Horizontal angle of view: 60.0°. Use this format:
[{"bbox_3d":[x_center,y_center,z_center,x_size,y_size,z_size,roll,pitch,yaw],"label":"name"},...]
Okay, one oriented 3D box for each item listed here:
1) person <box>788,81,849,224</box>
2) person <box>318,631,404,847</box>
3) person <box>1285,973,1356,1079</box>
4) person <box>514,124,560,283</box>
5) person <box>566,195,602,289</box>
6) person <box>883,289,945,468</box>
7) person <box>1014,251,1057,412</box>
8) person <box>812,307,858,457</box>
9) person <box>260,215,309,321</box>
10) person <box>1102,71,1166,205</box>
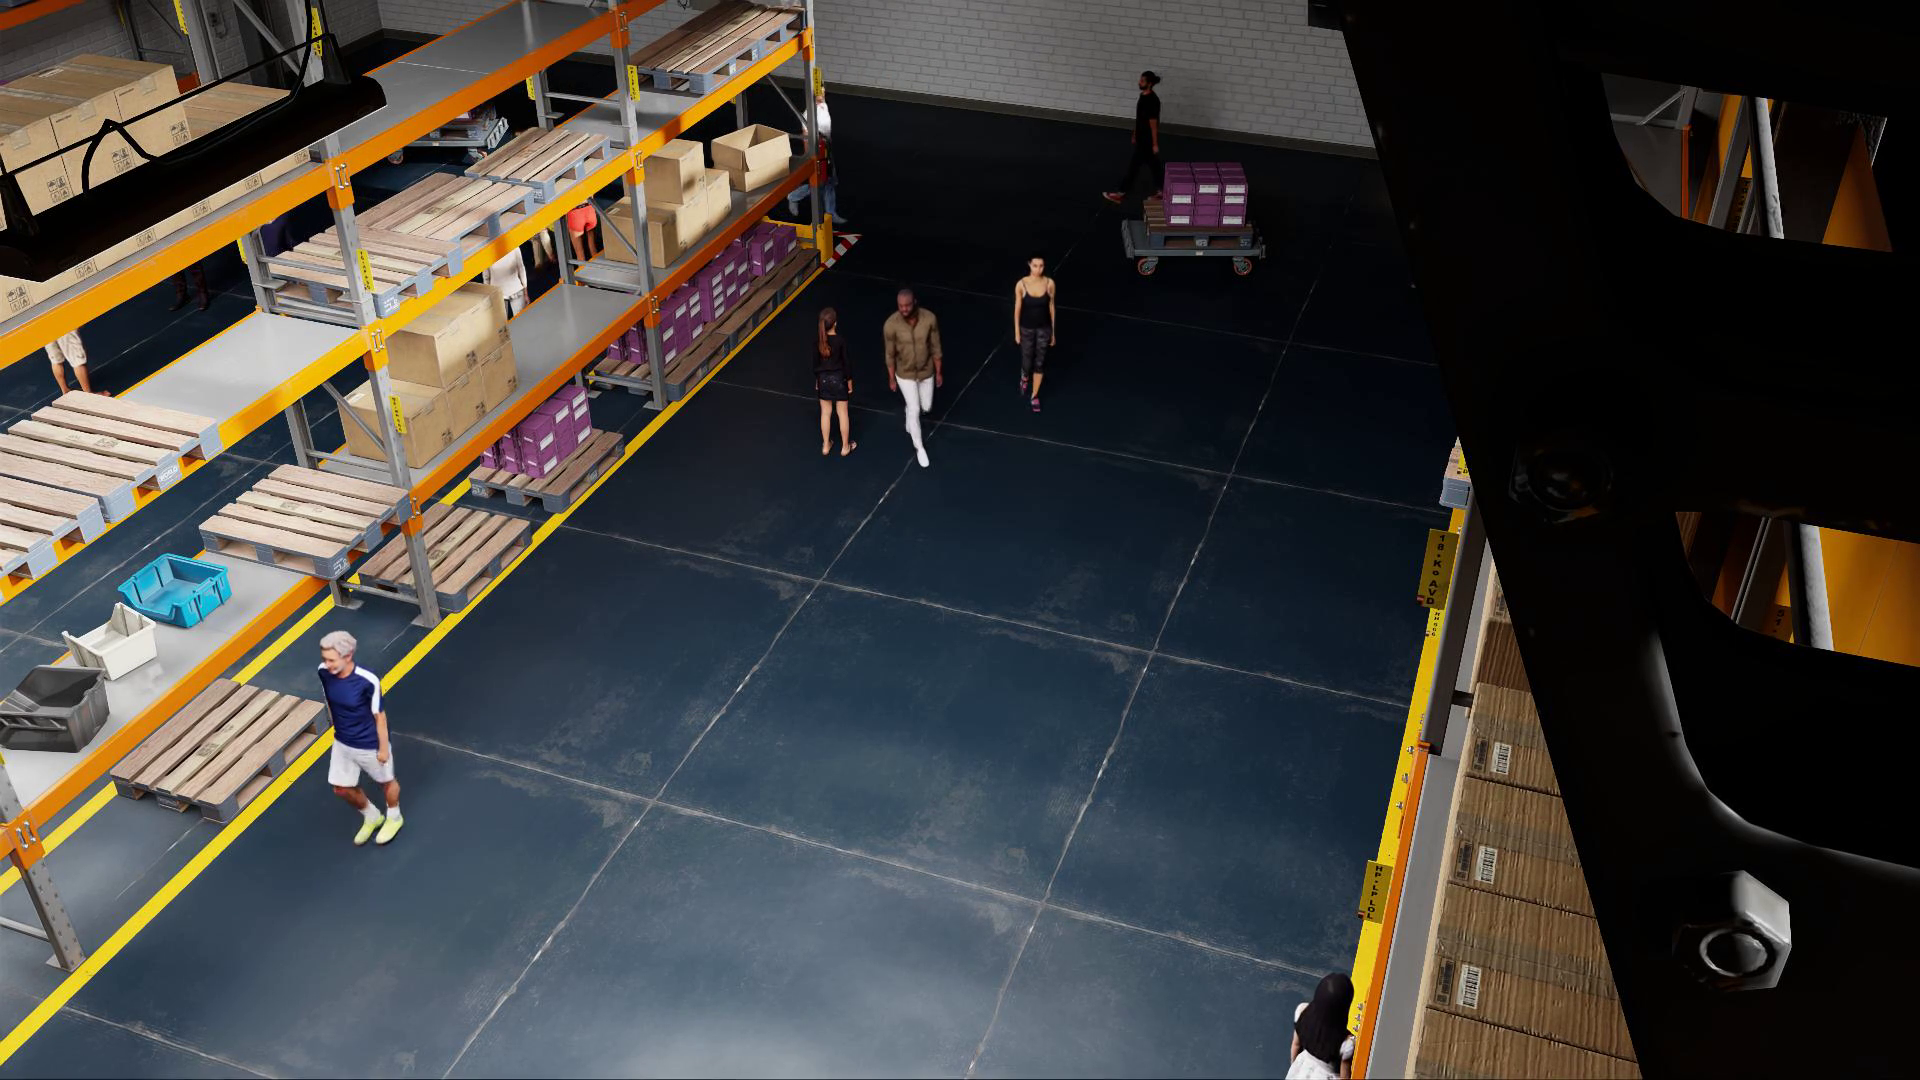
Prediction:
[{"bbox_3d":[-1.823,-4.824,20.715,0.790,1.842,0.970,15,36,21],"label":"person"},{"bbox_3d":[-4.087,1.313,11.497,0.674,1.827,0.639,8,34,12],"label":"person"},{"bbox_3d":[1.934,3.009,8.999,0.804,1.768,0.777,-24,40,-31],"label":"person"},{"bbox_3d":[-4.919,-4.004,19.490,0.813,1.834,0.924,26,41,33],"label":"person"},{"bbox_3d":[-4.348,-3.712,19.091,0.710,1.789,0.612,29,43,36],"label":"person"},{"bbox_3d":[-0.445,-1.629,15.952,1.039,1.795,1.133,-10,35,-14],"label":"person"},{"bbox_3d":[0.751,-2.146,16.801,0.717,1.716,0.795,-4,34,-7],"label":"person"},{"bbox_3d":[-1.227,-1.535,16.027,0.562,1.556,0.586,6,34,9],"label":"person"},{"bbox_3d":[-7.399,-3.027,18.118,0.693,1.725,0.728,1,34,2],"label":"person"},{"bbox_3d":[2.459,-5.114,21.268,1.056,1.712,1.179,-4,34,-6],"label":"person"}]
